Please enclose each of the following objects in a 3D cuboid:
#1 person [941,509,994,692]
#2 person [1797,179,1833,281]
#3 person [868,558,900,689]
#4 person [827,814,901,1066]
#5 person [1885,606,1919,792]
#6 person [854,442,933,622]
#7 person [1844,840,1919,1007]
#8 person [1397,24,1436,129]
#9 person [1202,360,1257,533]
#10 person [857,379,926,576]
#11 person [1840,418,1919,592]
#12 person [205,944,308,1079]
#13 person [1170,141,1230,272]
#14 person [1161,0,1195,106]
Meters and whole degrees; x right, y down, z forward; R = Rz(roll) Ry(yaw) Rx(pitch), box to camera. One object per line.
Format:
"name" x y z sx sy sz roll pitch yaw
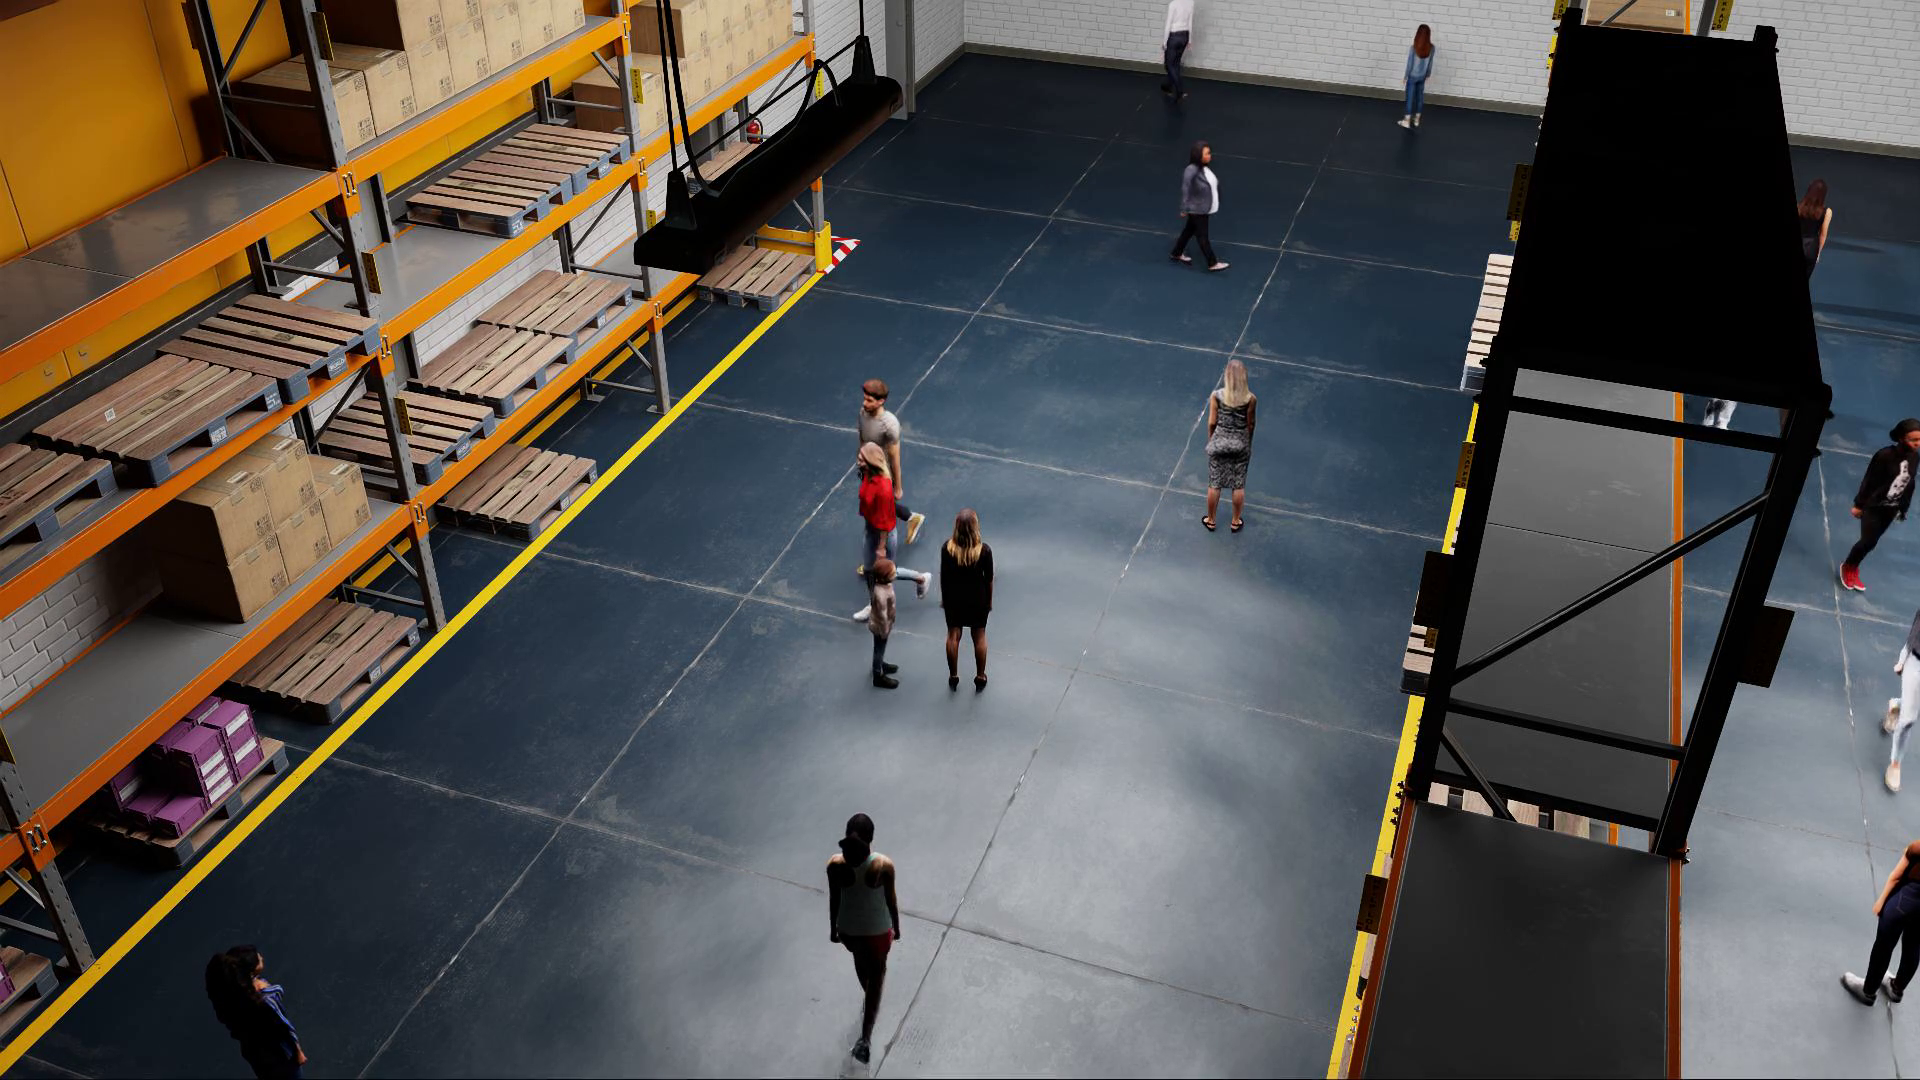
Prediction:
"person" 0.047 0.477 13.050 0.602 1.676 0.544 3 34 4
"person" 9.392 -3.216 18.594 0.579 1.687 0.514 11 35 17
"person" -0.627 0.637 13.245 0.586 1.192 0.476 0 34 0
"person" -0.593 2.412 10.077 0.764 1.743 1.130 3 34 5
"person" 7.163 0.922 12.301 0.613 1.762 1.146 12 35 17
"person" -0.590 -0.065 13.859 1.034 1.682 0.951 -16 37 -23
"person" 5.979 2.273 10.392 0.644 1.626 0.640 -2 34 -3
"person" 6.613 -6.713 24.046 0.646 1.477 0.675 -9 35 -13
"person" 2.424 -0.830 14.991 0.601 1.703 0.551 5 34 8
"person" -0.634 -0.601 14.495 1.147 1.871 0.998 -28 43 -35
"person" 7.852 -0.342 14.290 0.699 1.665 0.719 -5 34 -8
"person" -3.935 2.890 9.472 0.631 1.617 0.571 15 36 21
"person" 2.785 -3.998 19.891 0.800 1.555 0.989 16 37 22
"person" 3.275 -7.450 24.815 1.107 1.853 1.149 -16 37 -22
